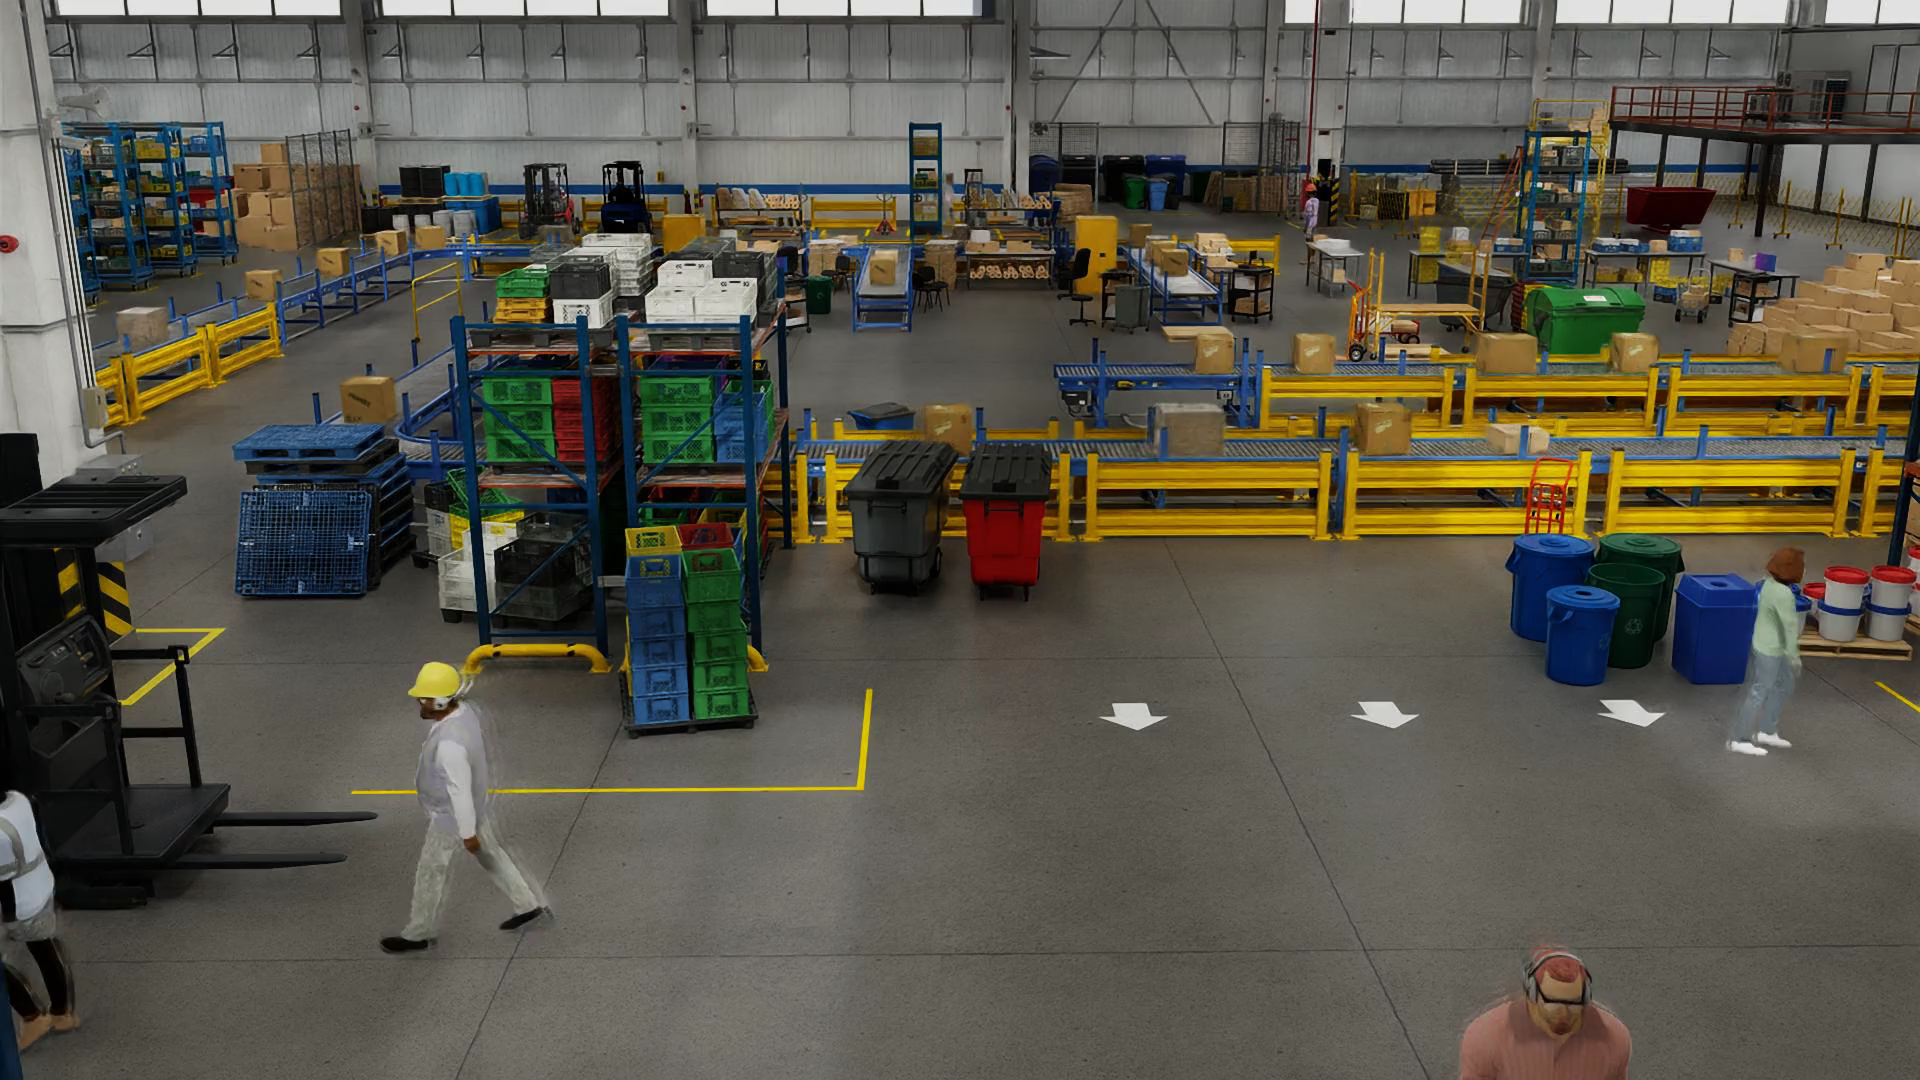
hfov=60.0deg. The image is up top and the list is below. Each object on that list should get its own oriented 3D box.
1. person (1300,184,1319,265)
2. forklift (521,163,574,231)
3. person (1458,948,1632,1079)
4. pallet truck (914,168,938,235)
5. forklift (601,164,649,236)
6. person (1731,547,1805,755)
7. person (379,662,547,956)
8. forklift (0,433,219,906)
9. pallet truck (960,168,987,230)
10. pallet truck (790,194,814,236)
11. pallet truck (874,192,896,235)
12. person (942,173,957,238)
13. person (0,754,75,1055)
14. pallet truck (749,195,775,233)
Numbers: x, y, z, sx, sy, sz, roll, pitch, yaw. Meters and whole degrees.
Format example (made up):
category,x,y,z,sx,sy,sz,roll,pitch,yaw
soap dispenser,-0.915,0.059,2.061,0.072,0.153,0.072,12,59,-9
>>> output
category,x,y,z,sx,sy,sz,roll,pitch,yaw
person,8.983,-8.119,42.787,0.385,2.041,0.615,10,19,31
forklift,-12.233,-10.122,49.298,1.157,1.987,2.680,0,16,-1
person,2.229,2.437,6.434,0.672,1.849,1.010,2,16,8
pallet truck,-0.989,-10.316,50.507,0.823,1.965,1.885,1,16,3
forklift,-9.948,-10.127,49.296,1.157,1.987,2.680,-1,16,-3
person,6.124,0.842,12.414,0.589,1.615,0.512,4,17,15
person,-2.921,1.537,9.695,0.940,1.790,0.591,-2,16,-7
forklift,-5.952,0.780,10.366,1.873,2.768,1.129,0,16,-1
pallet truck,0.383,-10.230,50.206,0.823,1.965,1.885,-1,16,-3
pallet truck,-4.814,-9.883,50.259,0.704,1.261,1.522,-1,16,-3
pallet truck,-2.277,-9.986,50.594,0.653,1.274,1.630,0,16,-1
person,-0.246,-9.888,49.229,0.875,1.871,0.672,3,16,9
person,-4.937,1.881,8.675,0.399,1.686,0.546,-3,16,-9
pallet truck,-6.051,-9.967,50.660,0.680,1.201,1.601,0,16,-1
